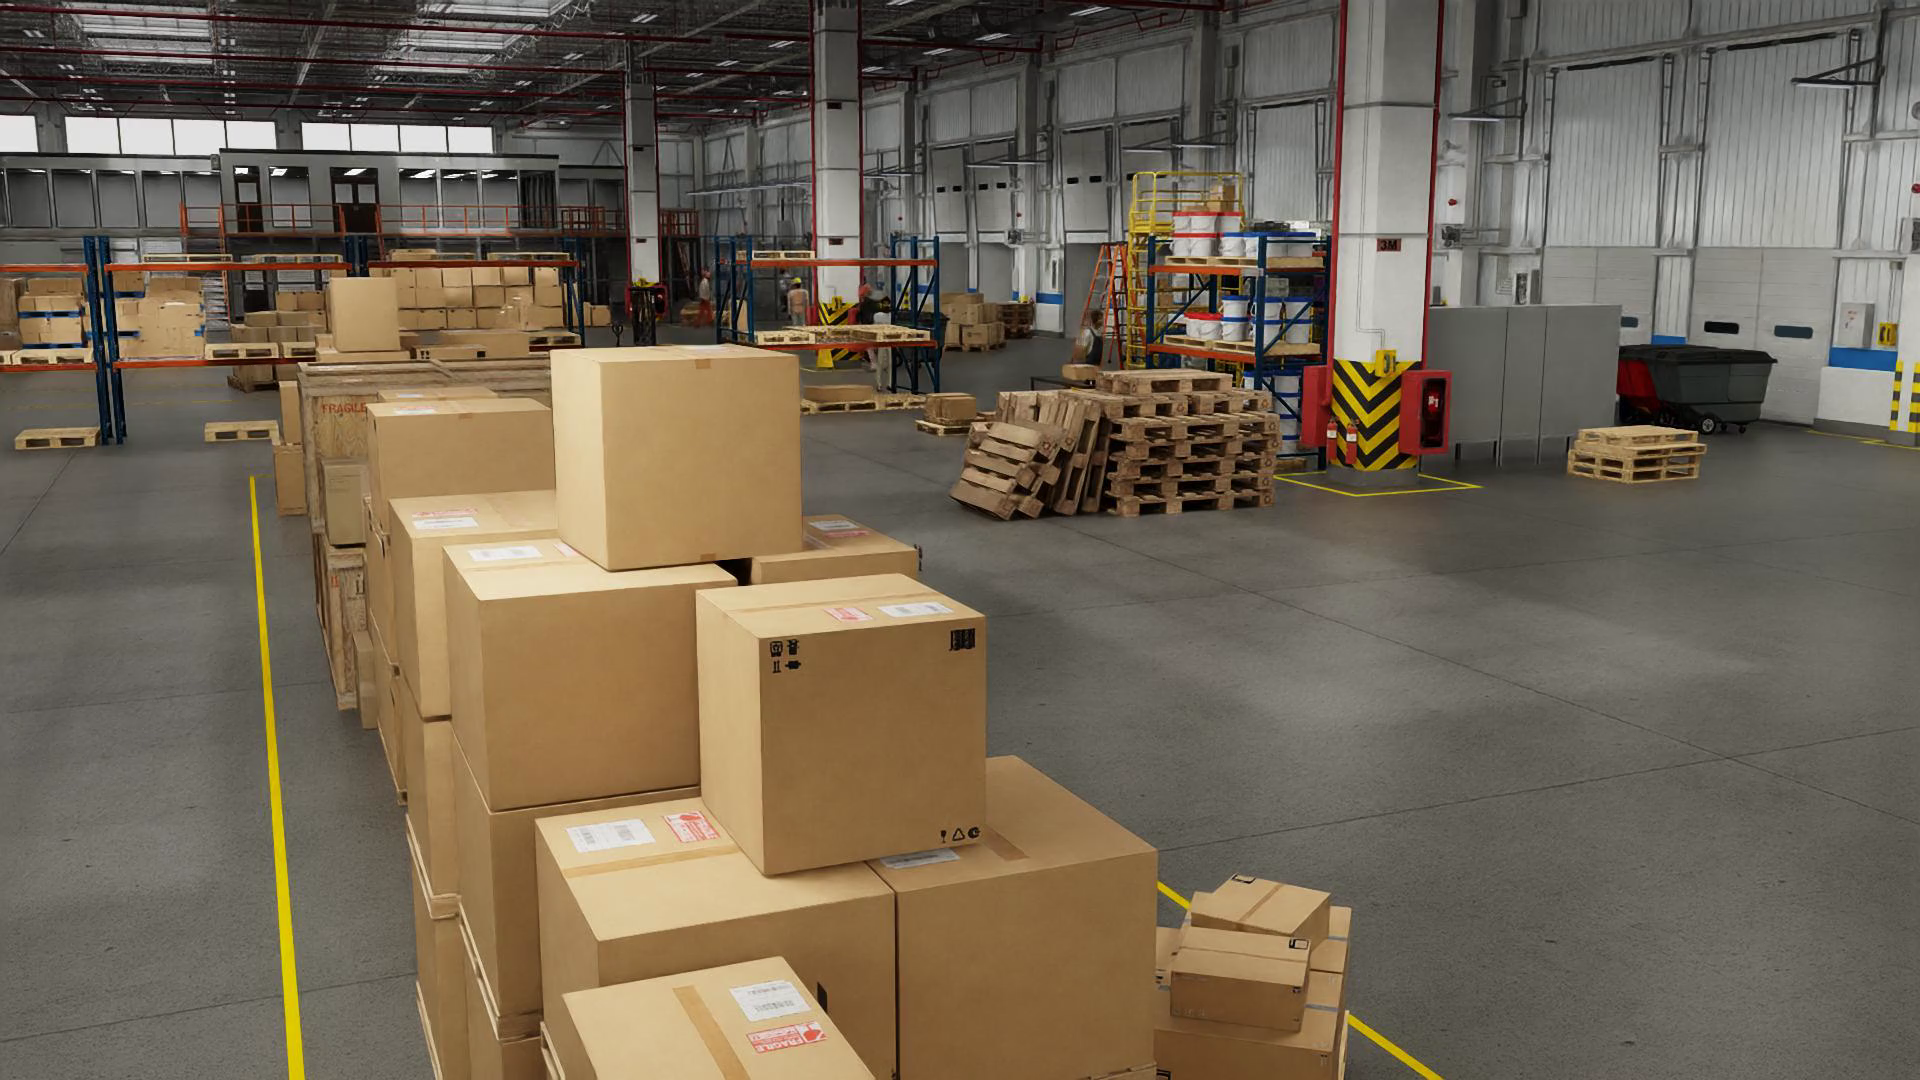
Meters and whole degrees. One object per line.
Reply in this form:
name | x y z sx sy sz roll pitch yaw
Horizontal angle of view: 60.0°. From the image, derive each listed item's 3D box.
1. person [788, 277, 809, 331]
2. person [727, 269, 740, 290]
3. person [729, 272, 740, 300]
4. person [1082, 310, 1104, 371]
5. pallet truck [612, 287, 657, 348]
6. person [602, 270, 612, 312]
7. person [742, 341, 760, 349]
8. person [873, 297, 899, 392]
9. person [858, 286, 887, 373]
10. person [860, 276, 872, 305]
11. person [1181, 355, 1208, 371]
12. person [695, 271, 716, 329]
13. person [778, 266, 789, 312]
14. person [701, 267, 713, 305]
person | -4.541 -6.445 46.878 0.620 1.906 0.520 1 10 3
person | -10.439 -11.847 76.667 0.616 1.917 0.920 -3 11 -14
person | -9.237 -10.240 68.383 0.541 1.696 0.316 -4 11 -23
person | 2.146 -2.954 27.911 0.722 1.826 0.520 7 12 34
pallet truck | -6.464 -4.406 35.401 0.823 1.965 1.885 6 12 32
person | -14.221 -9.954 66.709 0.734 1.746 0.527 7 12 32
person | -2.188 -1.125 17.482 0.636 1.938 0.355 -4 11 -23
person | -1.453 -3.830 32.594 0.534 1.865 0.311 -4 11 -23
person | -1.903 -4.687 37.113 0.680 1.945 0.707 9 13 40
person | -3.059 -7.491 52.885 0.624 1.829 0.668 4 11 23
person | 3.697 -2.589 26.096 0.493 1.741 0.317 -4 11 -23
person | -8.400 -7.962 55.193 0.946 1.924 0.683 -5 11 -24
person | -7.156 -10.268 67.937 0.557 1.915 0.614 9 14 40
person | -11.102 -11.062 72.622 0.653 1.797 0.925 5 12 28
